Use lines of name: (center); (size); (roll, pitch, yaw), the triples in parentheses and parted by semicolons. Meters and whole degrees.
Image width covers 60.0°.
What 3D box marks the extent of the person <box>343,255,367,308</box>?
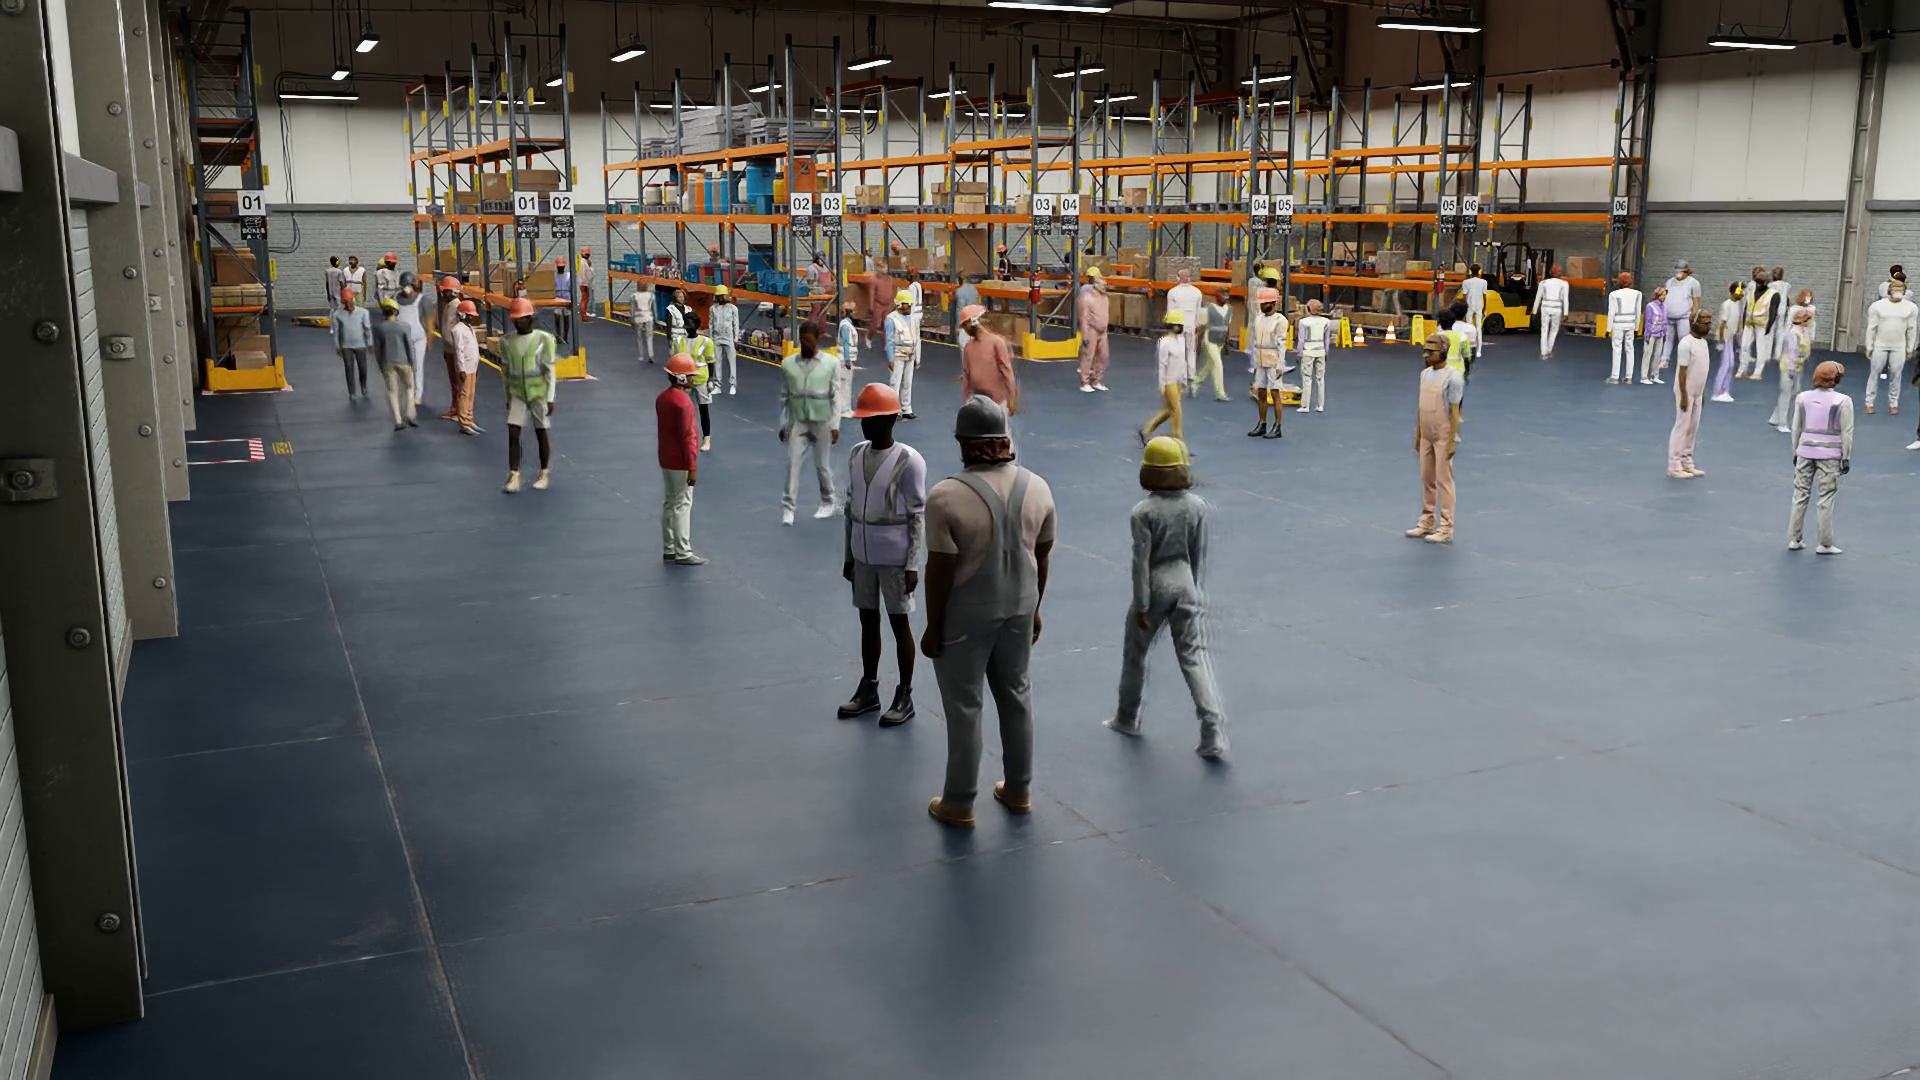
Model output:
person: (-14.796, -6.042, 40.721); (0.565, 1.850, 0.390); (1, 11, 3)

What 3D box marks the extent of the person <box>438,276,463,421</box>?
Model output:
person: (-7.044, -2.663, 23.178); (0.375, 1.997, 0.612); (-9, 14, -39)

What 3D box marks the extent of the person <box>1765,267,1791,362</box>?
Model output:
person: (15.797, -4.358, 32.206); (0.501, 1.840, 0.352); (-3, 11, -13)

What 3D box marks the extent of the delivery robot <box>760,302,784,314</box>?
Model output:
delivery robot: (-5.206, -6.462, 45.920); (0.707, 0.478, 0.477); (9, 14, 39)

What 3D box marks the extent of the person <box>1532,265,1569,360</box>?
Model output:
person: (11.692, -4.510, 32.943); (0.679, 1.835, 0.879); (5, 12, 24)

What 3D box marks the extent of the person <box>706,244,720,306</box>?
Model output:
person: (-6.758, -7.176, 46.057); (0.632, 2.026, 0.491); (-10, 15, -42)

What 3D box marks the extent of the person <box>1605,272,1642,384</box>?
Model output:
person: (11.201, -3.576, 28.109); (0.575, 1.882, 0.360); (-1, 11, -5)

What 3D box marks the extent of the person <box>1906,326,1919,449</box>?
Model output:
person: (11.832, -2.017, 20.122); (0.397, 1.911, 0.588); (-5, 12, -23)

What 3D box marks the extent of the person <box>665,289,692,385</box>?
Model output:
person: (-4.569, -3.260, 27.119); (0.308, 1.641, 0.516); (10, 15, 42)

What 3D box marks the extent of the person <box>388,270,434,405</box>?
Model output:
person: (-8.301, -3.069, 25.129); (0.699, 2.000, 0.659); (1, 11, 4)

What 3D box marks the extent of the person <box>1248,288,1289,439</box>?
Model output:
person: (3.937, -2.265, 21.340); (0.377, 1.930, 0.540); (-8, 14, -35)

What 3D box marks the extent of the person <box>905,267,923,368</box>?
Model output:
person: (-0.877, -4.129, 30.917); (0.352, 1.884, 0.576); (2, 11, 8)

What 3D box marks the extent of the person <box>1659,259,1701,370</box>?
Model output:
person: (13.215, -4.154, 30.642); (0.536, 2.000, 0.677); (-9, 15, -40)

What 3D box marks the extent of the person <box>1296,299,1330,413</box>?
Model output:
person: (5.095, -2.651, 24.026); (0.523, 1.639, 0.306); (-4, 12, -19)

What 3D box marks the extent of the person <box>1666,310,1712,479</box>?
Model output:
person: (7.952, -1.581, 18.098); (0.502, 1.839, 0.341); (-10, 15, -40)

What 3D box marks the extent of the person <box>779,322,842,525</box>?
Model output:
person: (-1.391, -1.102, 15.567); (0.636, 1.900, 0.629); (2, 11, 11)

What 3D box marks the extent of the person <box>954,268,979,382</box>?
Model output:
person: (0.098, -3.650, 28.344); (0.352, 1.936, 0.635); (6, 13, 28)

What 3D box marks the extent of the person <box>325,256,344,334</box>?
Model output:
person: (-14.915, -5.855, 39.757); (0.511, 1.861, 0.326); (4, 12, 19)

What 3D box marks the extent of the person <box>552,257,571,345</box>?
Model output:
person: (-8.700, -5.211, 36.340); (0.549, 1.910, 0.796); (-2, 11, -12)

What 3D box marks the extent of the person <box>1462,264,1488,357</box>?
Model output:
person: (10.297, -4.600, 33.361); (0.516, 1.865, 0.329); (1, 11, 7)

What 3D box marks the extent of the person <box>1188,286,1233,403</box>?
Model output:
person: (3.847, -3.030, 25.600); (0.565, 1.790, 0.926); (-9, 14, -39)

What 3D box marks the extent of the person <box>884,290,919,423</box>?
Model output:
person: (-0.791, -2.538, 22.986); (0.403, 1.824, 0.594); (9, 14, 37)

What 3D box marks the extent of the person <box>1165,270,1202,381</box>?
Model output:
person: (3.826, -3.687, 28.613); (0.650, 1.906, 0.403); (-4, 12, -18)

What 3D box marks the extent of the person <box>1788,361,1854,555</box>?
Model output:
person: (7.283, -0.693, 14.085); (0.309, 1.637, 0.515); (-7, 13, -33)

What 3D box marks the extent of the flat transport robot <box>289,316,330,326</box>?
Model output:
flat transport robot: (-16.453, -5.605, 42.527); (1.431, 0.197, 0.652); (8, 14, 35)

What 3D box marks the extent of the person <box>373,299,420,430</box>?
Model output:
person: (-7.523, -2.347, 22.245); (0.559, 1.721, 0.708); (-1, 11, -5)

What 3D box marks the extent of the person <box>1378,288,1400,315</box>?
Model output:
person: (11.471, -6.723, 44.393); (0.594, 1.774, 0.967); (-5, 12, -22)

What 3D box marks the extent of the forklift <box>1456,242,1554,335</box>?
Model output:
forklift: (13.047, -6.049, 39.881); (2.313, 2.155, 1.214); (-5, 12, -23)

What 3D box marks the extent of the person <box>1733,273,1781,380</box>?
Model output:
person: (13.834, -3.691, 28.822); (0.459, 1.837, 0.648); (-7, 13, -32)

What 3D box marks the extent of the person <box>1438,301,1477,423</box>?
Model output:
person: (6.813, -2.437, 22.825); (0.551, 1.683, 0.377); (6, 13, 30)

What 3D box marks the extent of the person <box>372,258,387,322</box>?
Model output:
person: (-14.830, -6.369, 42.732); (0.491, 1.709, 0.697); (-2, 11, -9)

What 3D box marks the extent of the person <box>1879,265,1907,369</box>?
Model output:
person: (17.305, -4.145, 30.901); (0.392, 1.922, 0.593); (-4, 12, -18)

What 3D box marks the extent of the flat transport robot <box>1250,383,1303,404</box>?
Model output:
flat transport robot: (4.849, -2.243, 25.441); (0.652, 0.197, 1.431); (1, 11, 3)

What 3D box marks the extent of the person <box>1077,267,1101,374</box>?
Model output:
person: (2.360, -3.952, 29.948); (0.402, 1.917, 0.583); (-6, 13, -30)
